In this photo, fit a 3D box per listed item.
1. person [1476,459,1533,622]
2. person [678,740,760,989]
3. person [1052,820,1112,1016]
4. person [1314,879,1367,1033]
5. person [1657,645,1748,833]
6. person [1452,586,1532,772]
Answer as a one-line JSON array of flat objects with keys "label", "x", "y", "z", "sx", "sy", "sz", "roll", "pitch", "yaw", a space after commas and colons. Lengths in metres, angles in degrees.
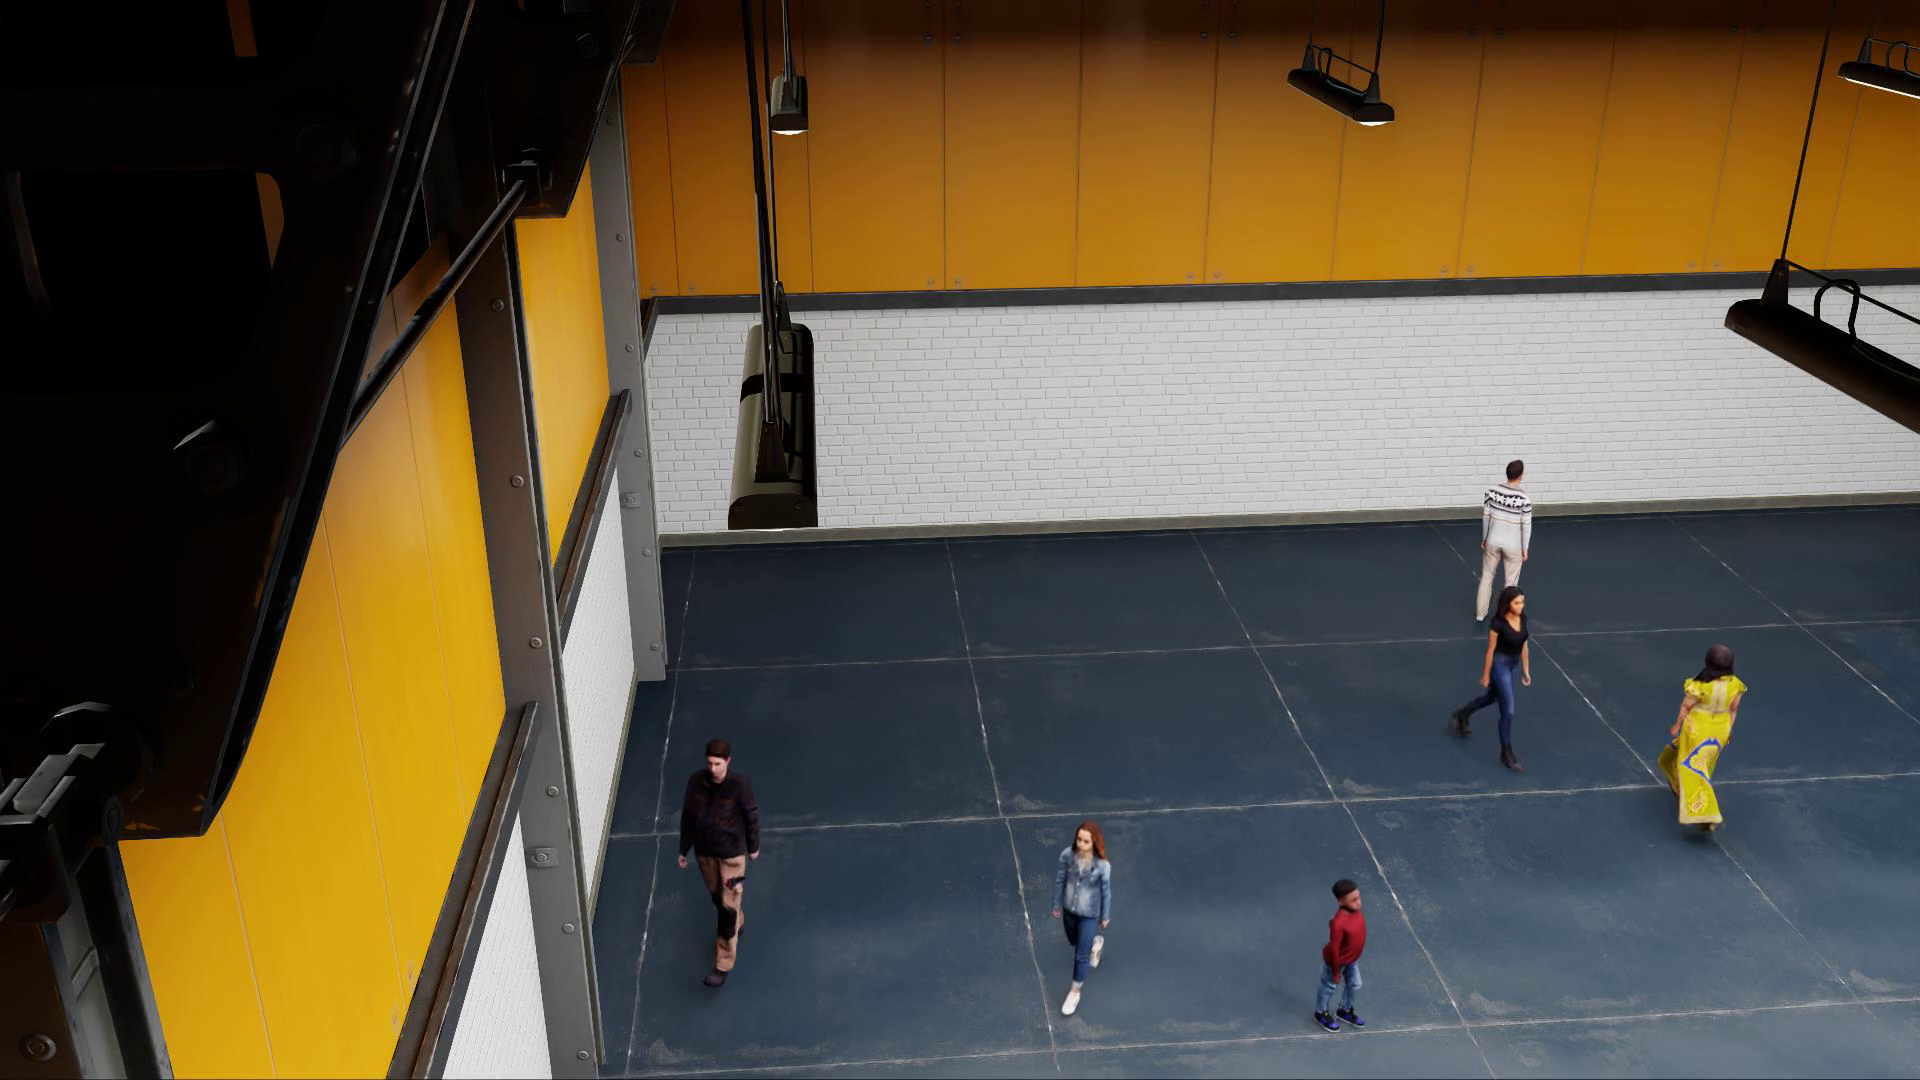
[{"label": "person", "x": 5.782, "y": 0.027, "z": 17.664, "sx": 0.756, "sy": 1.862, "sz": 0.813, "roll": 18, "pitch": 29, "yaw": 35}, {"label": "person", "x": -1.760, "y": 2.299, "z": 12.433, "sx": 0.979, "sy": 1.888, "sz": 1.225, "roll": 7, "pitch": 25, "yaw": 15}, {"label": "person", "x": 0.916, "y": 2.666, "z": 12.132, "sx": 0.899, "sy": 1.458, "sz": 1.028, "roll": 13, "pitch": 27, "yaw": 27}, {"label": "person", "x": 2.652, "y": 2.921, "z": 11.808, "sx": 0.700, "sy": 1.249, "sz": 0.640, "roll": 19, "pitch": 30, "yaw": 36}, {"label": "person", "x": 6.357, "y": 1.702, "z": 14.132, "sx": 0.784, "sy": 1.623, "sz": 1.302, "roll": -4, "pitch": 24, "yaw": -8}, {"label": "person", "x": 4.907, "y": 1.181, "z": 15.225, "sx": 0.925, "sy": 1.701, "sz": 1.206, "roll": -15, "pitch": 28, "yaw": -30}]
